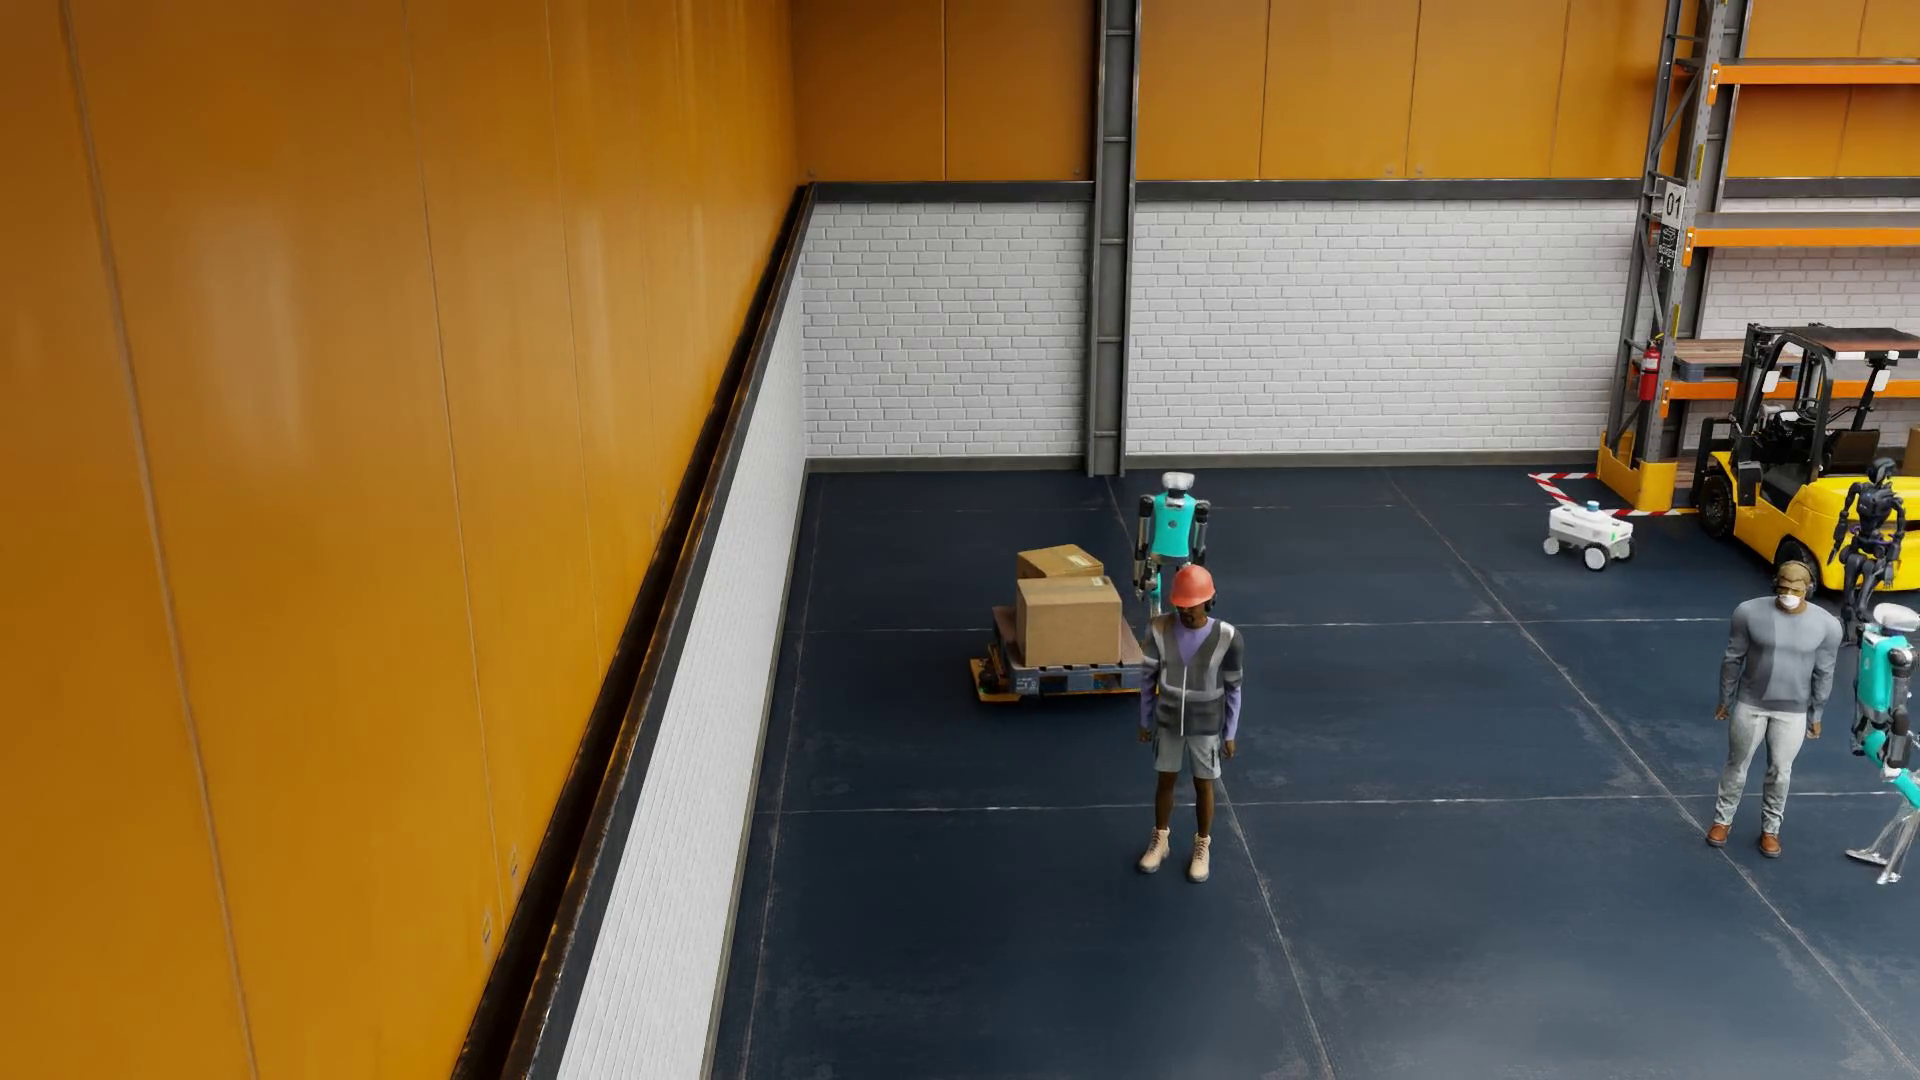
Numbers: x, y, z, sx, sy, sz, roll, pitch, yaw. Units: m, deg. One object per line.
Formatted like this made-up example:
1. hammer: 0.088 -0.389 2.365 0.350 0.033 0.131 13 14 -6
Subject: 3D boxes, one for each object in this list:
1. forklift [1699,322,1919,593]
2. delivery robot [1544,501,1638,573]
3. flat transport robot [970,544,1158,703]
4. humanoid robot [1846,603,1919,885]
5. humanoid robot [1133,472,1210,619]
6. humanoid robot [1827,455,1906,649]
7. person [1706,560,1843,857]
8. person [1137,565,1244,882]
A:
1. forklift: 7.809 -0.792 14.926 1.214 2.155 2.313 -1 20 -2
2. delivery robot: 5.802 -0.059 15.286 0.499 0.586 0.760 -15 25 -34
3. flat transport robot: 0.826 1.007 12.822 1.431 0.231 0.659 -2 20 -6
4. humanoid robot: 5.728 1.228 10.071 0.719 1.763 0.538 1 20 2
5. humanoid robot: 1.604 0.301 12.704 0.552 1.859 0.701 4 21 10
6. humanoid robot: 7.218 0.106 13.224 0.369 1.645 0.598 -9 22 -22
7. person: 5.037 1.036 10.337 0.634 1.939 0.367 10 22 24
8. person: 1.369 1.102 10.006 0.610 2.041 0.392 8 22 21
